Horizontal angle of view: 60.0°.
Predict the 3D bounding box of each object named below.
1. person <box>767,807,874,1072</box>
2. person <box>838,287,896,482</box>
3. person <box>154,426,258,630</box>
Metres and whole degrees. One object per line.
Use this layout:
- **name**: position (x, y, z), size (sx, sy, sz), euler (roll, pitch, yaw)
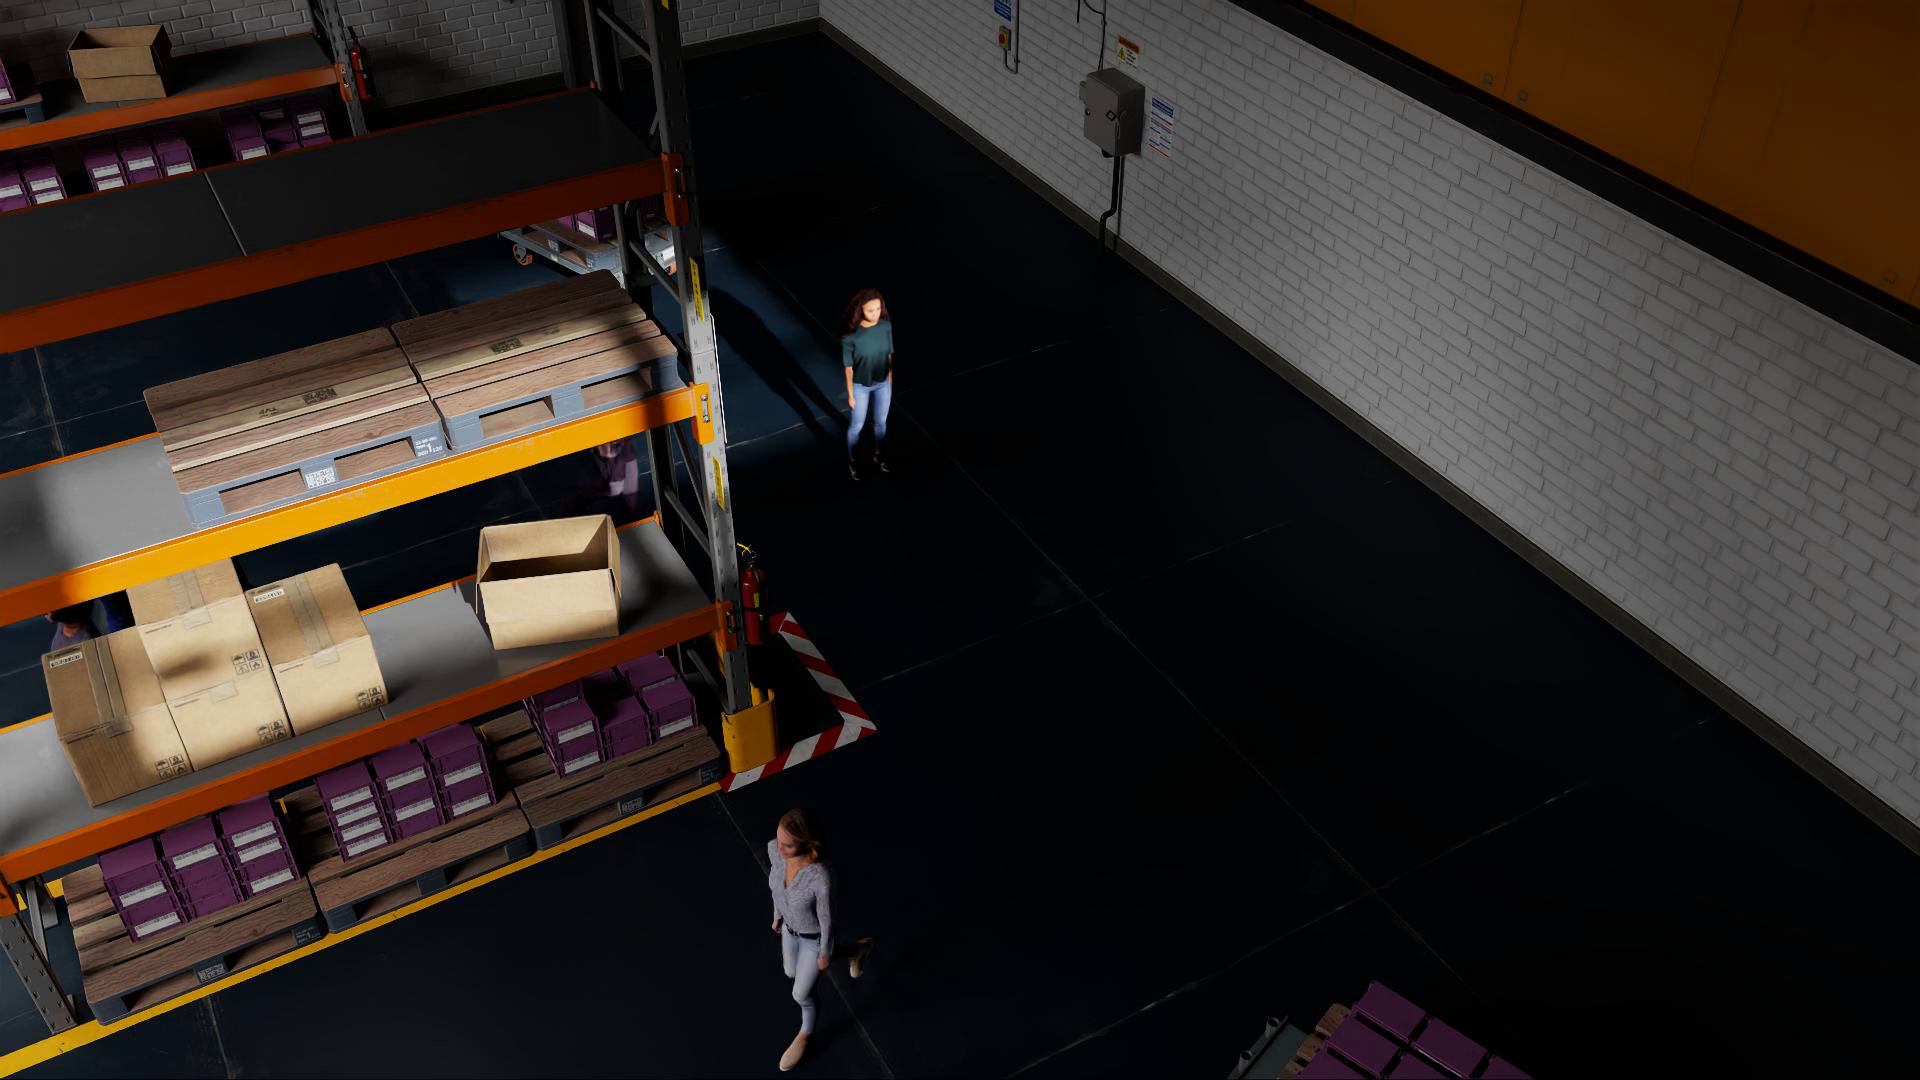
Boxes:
- **person**: position (-0.703, 1.925, 8.349), size (1.025, 1.775, 0.752), euler (-31, 48, -33)
- **person**: position (-0.686, -1.172, 12.359), size (0.513, 1.613, 0.641), euler (-18, 42, -22)
- **person**: position (-4.779, -0.105, 10.862), size (0.888, 1.813, 0.829), euler (-7, 39, -9)
